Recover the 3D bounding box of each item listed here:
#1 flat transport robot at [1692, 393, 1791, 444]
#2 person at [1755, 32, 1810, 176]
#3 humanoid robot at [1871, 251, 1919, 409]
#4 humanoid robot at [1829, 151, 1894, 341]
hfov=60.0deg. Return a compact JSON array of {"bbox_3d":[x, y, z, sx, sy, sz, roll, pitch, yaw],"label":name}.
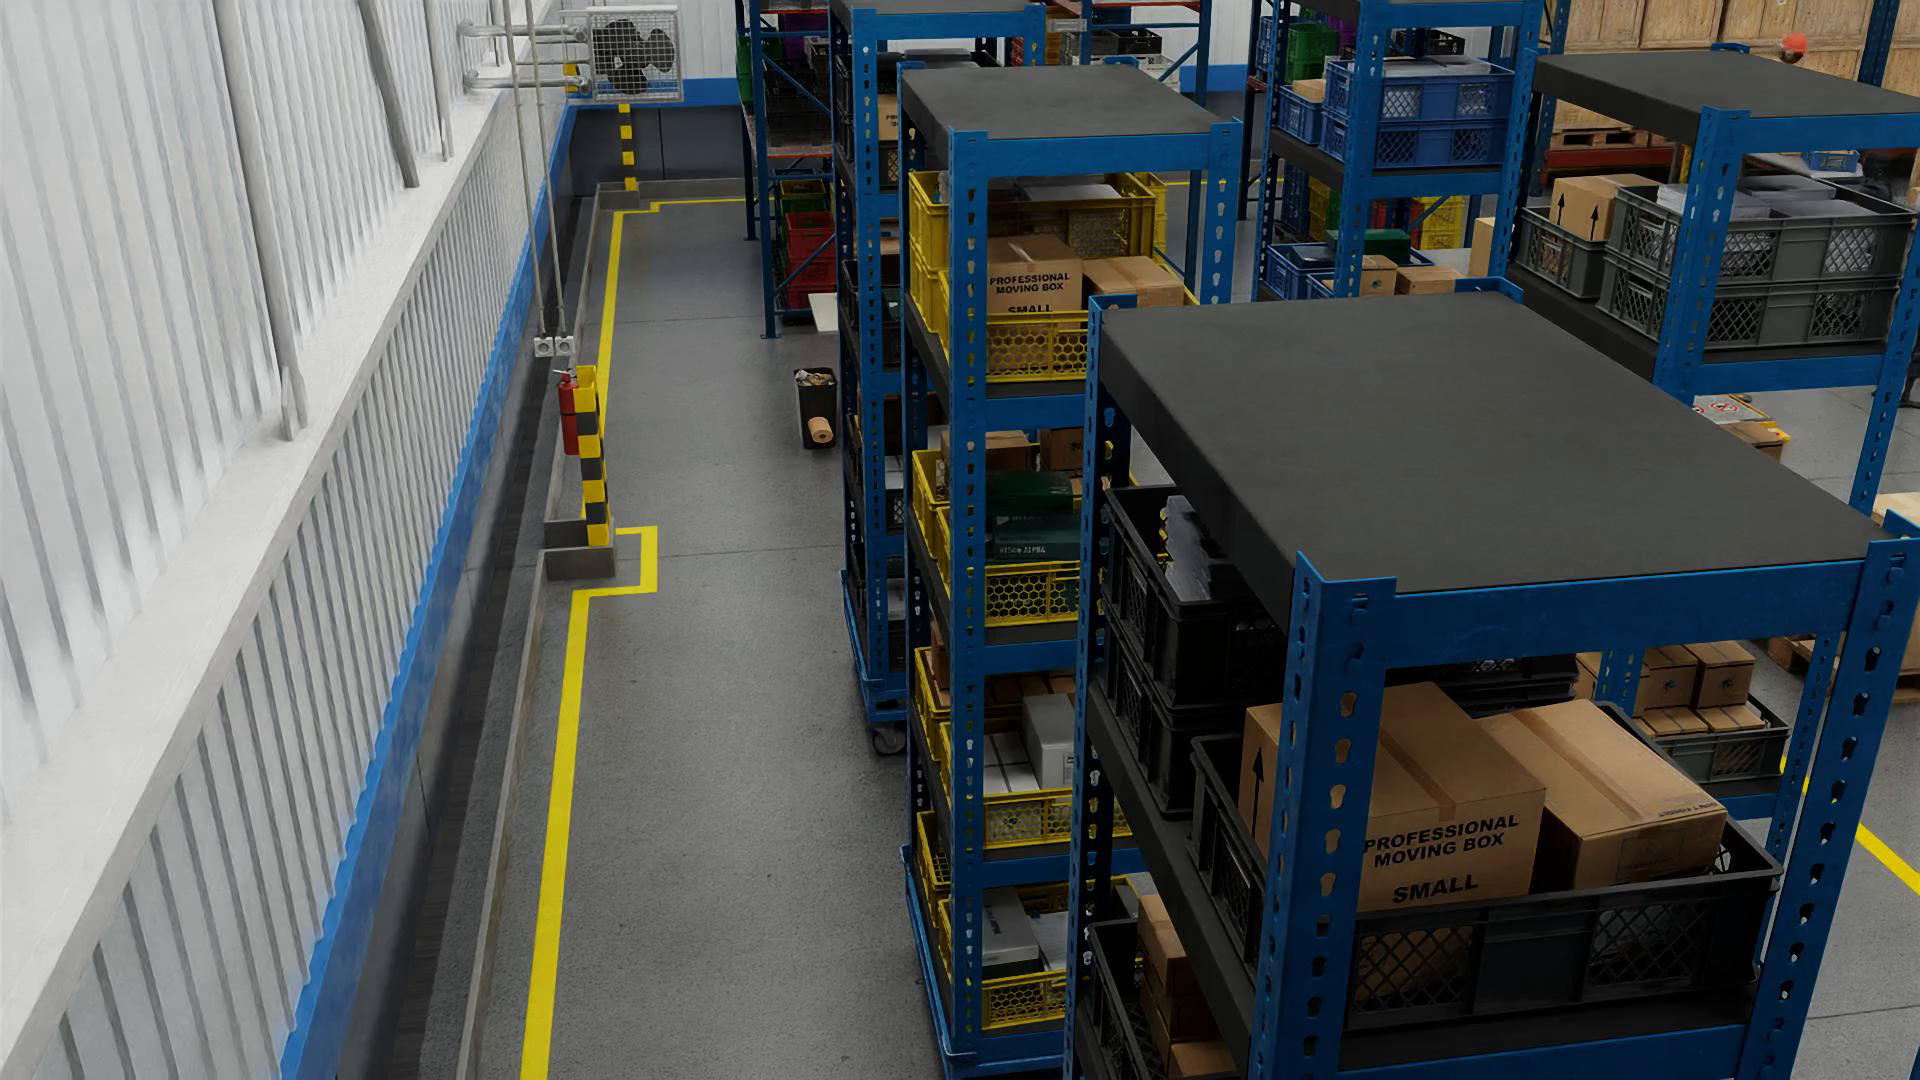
[{"bbox_3d":[5.224,-0.859,12.132,1.431,0.197,0.652,-4,25,-8],"label":"flat transport robot"},{"bbox_3d":[8.759,-4.587,18.256,0.847,1.957,0.661,17,30,32],"label":"person"},{"bbox_3d":[7.315,-1.845,12.607,0.326,1.657,0.593,-3,25,-6],"label":"humanoid robot"},{"bbox_3d":[7.628,-2.418,13.929,0.654,1.607,0.800,-18,30,-34],"label":"humanoid robot"}]
